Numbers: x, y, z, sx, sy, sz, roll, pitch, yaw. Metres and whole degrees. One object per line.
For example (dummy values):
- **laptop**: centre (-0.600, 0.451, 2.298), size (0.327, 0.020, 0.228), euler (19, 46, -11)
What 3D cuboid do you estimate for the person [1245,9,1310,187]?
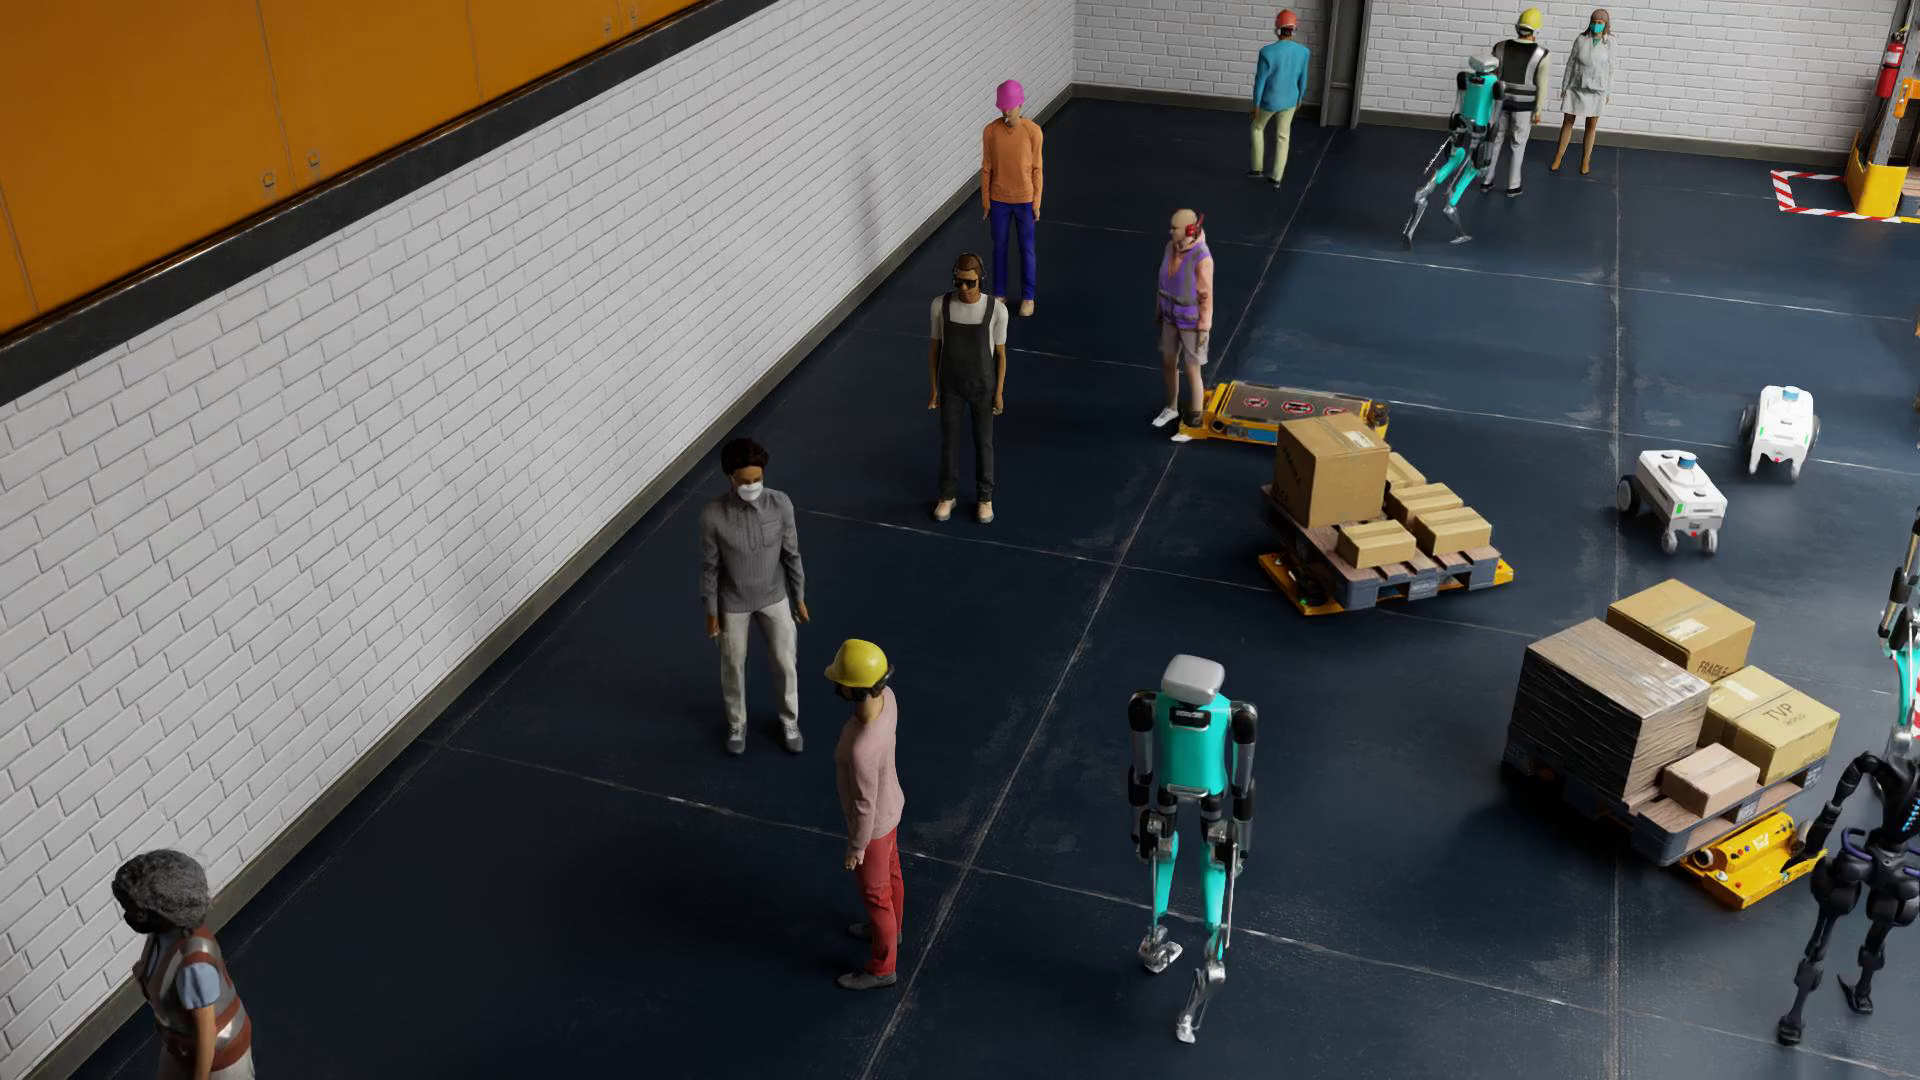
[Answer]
- **person**: centre (3.178, -4.461, 16.763), size (0.600, 1.731, 0.579), euler (-7, 31, -12)

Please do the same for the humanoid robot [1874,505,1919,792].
- **humanoid robot**: centre (4.861, 0.570, 8.199), size (0.550, 1.790, 0.682), euler (6, 31, 11)

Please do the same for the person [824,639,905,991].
- **person**: centre (-0.401, 1.178, 7.144), size (0.312, 1.768, 0.524), euler (4, 31, 6)

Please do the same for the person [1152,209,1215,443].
- **person**: centre (1.592, -1.547, 11.868), size (0.377, 1.679, 0.535), euler (-20, 36, -31)

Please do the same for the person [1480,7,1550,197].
- **person**: centre (5.484, -4.316, 16.430), size (0.591, 1.832, 0.404), euler (21, 36, 31)

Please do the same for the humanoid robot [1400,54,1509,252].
- **humanoid robot**: centre (4.399, -3.455, 15.075), size (0.946, 1.767, 0.539), euler (-18, 35, -28)

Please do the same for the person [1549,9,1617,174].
- **person**: centre (6.421, -4.593, 17.063), size (0.495, 1.659, 0.336), euler (13, 33, 21)

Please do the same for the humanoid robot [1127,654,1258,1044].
- **humanoid robot**: centre (0.922, 1.344, 6.912), size (0.578, 1.798, 0.818), euler (8, 31, 14)

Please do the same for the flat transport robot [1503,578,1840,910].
- **flat transport robot**: centre (3.564, 1.284, 8.442), size (0.659, 0.231, 1.431), euler (-17, 35, -27)

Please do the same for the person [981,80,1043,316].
- **person**: centre (0.422, -2.822, 13.754), size (0.515, 1.973, 0.401), euler (6, 31, 10)

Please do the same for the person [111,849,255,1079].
- **person**: centre (-2.850, 1.859, 6.062), size (0.505, 1.672, 0.478), euler (-25, 39, -36)

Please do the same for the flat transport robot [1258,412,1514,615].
- **flat transport robot**: centre (2.658, 0.134, 10.397), size (1.431, 0.231, 0.659), euler (-9, 32, -14)

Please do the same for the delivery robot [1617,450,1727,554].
- **delivery robot**: centre (4.676, -0.297, 10.836), size (0.499, 0.582, 0.773), euler (-1, 30, -1)

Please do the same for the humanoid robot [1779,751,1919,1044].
- **humanoid robot**: centre (3.789, 1.375, 6.931), size (0.621, 1.643, 0.586), euler (14, 33, 22)

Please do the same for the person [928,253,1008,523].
- **person**: centre (0.048, -0.973, 10.727), size (0.507, 1.846, 0.346), euler (4, 31, 6)

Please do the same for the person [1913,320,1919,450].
- **person**: centre (7.144, -1.622, 11.875), size (0.532, 1.808, 1.001), euler (15, 34, 24)

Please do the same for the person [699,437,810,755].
- **person**: centre (-1.063, 0.291, 8.546), size (0.547, 1.883, 0.430), euler (-9, 32, -14)

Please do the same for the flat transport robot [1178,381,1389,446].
- **flat transport robot**: centre (2.363, -0.874, 12.112), size (1.431, 0.231, 0.659), euler (9, 32, 16)

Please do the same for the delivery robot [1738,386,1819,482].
- **delivery robot**: centre (5.784, -0.791, 11.707), size (0.499, 0.612, 0.814), euler (13, 33, 21)
